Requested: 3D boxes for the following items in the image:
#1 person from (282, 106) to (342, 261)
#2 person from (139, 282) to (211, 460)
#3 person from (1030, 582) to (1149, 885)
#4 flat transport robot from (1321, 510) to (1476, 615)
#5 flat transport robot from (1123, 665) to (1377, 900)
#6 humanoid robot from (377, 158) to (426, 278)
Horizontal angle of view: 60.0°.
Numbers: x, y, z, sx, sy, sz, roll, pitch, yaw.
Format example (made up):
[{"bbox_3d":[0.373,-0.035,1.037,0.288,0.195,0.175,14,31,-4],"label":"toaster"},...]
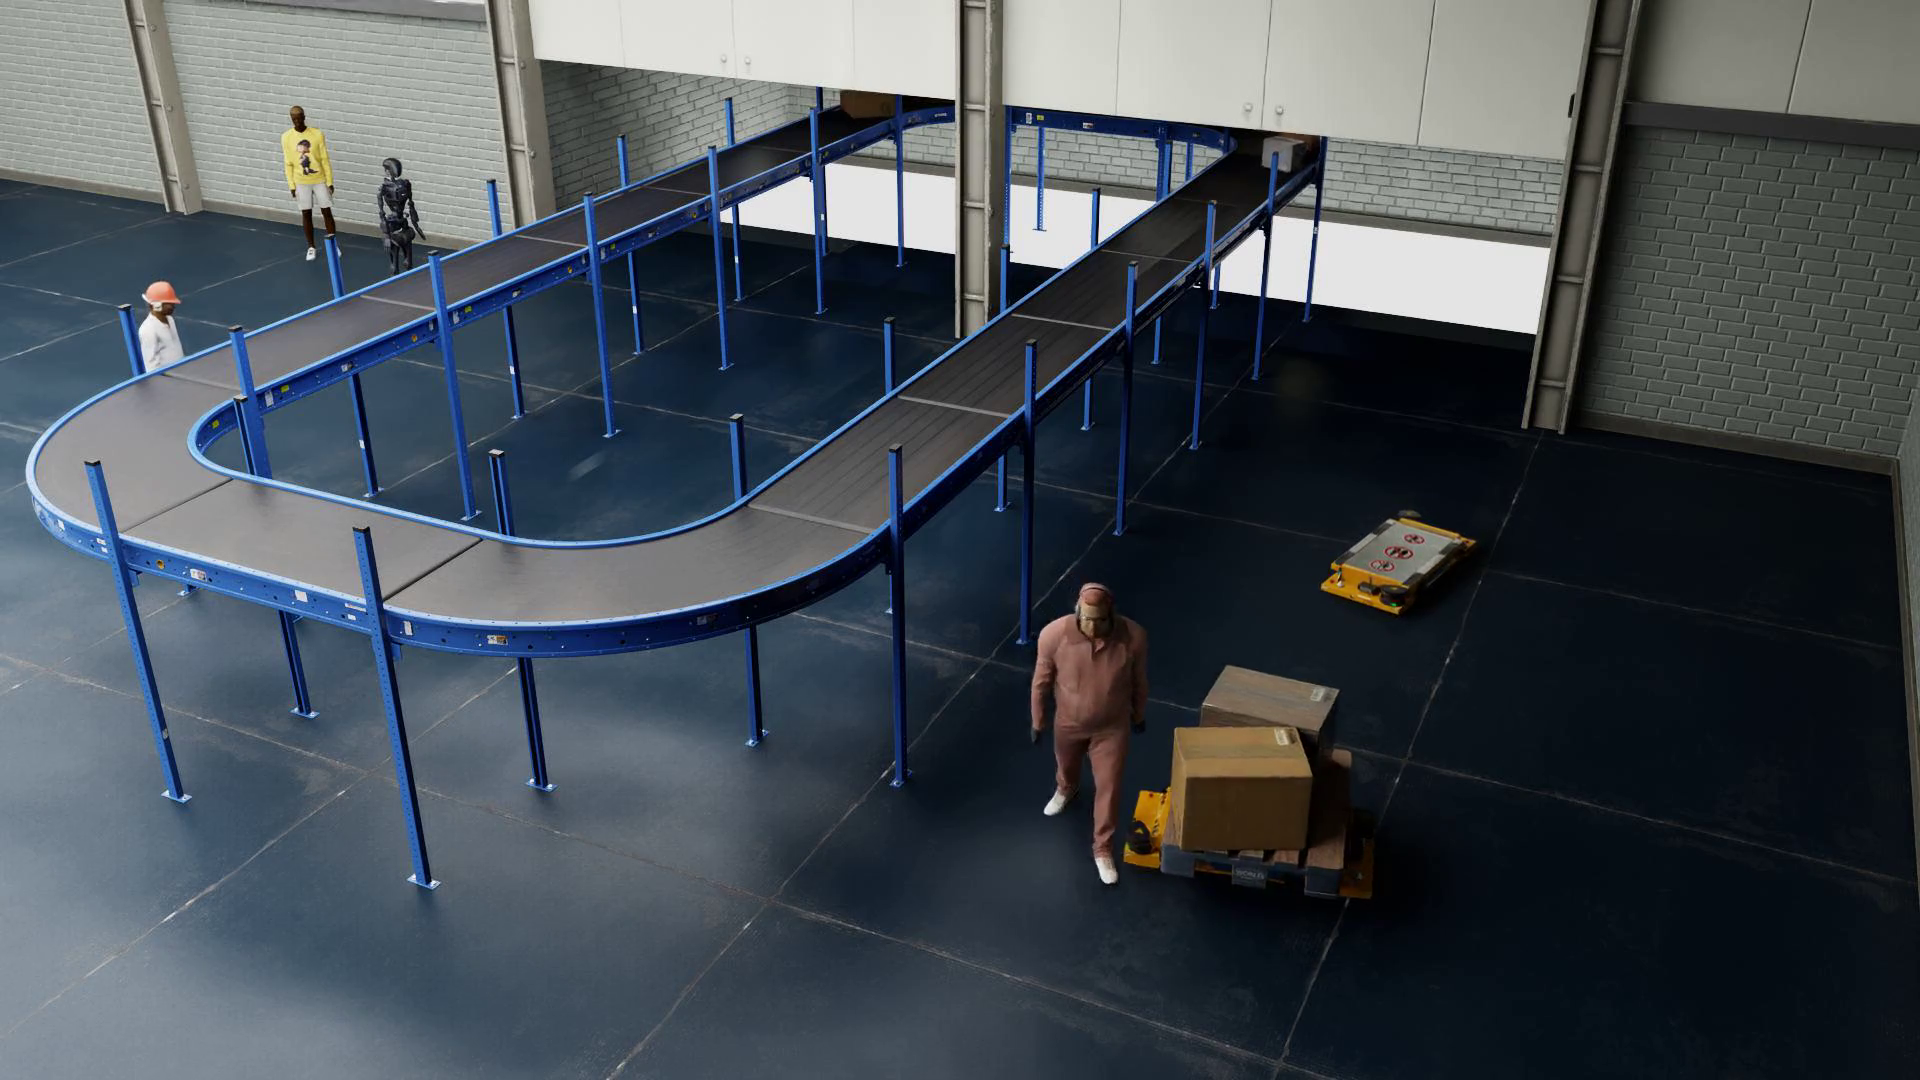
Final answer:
[{"bbox_3d":[-8.022,-4.413,20.547,0.538,1.894,0.381,-8,28,-16],"label":"person"},{"bbox_3d":[-6.969,-1.433,14.721,0.380,1.730,0.573,-1,26,-1],"label":"person"},{"bbox_3d":[0.747,0.992,9.696,0.679,1.860,0.895,1,26,1],"label":"person"},{"bbox_3d":[3.485,0.165,13.143,0.659,0.231,1.431,19,32,34],"label":"flat transport robot"},{"bbox_3d":[1.732,1.779,9.892,1.431,0.231,0.659,6,27,13],"label":"flat transport robot"},{"bbox_3d":[-6.400,-3.540,19.008,0.315,1.659,0.599,12,29,23],"label":"humanoid robot"}]
